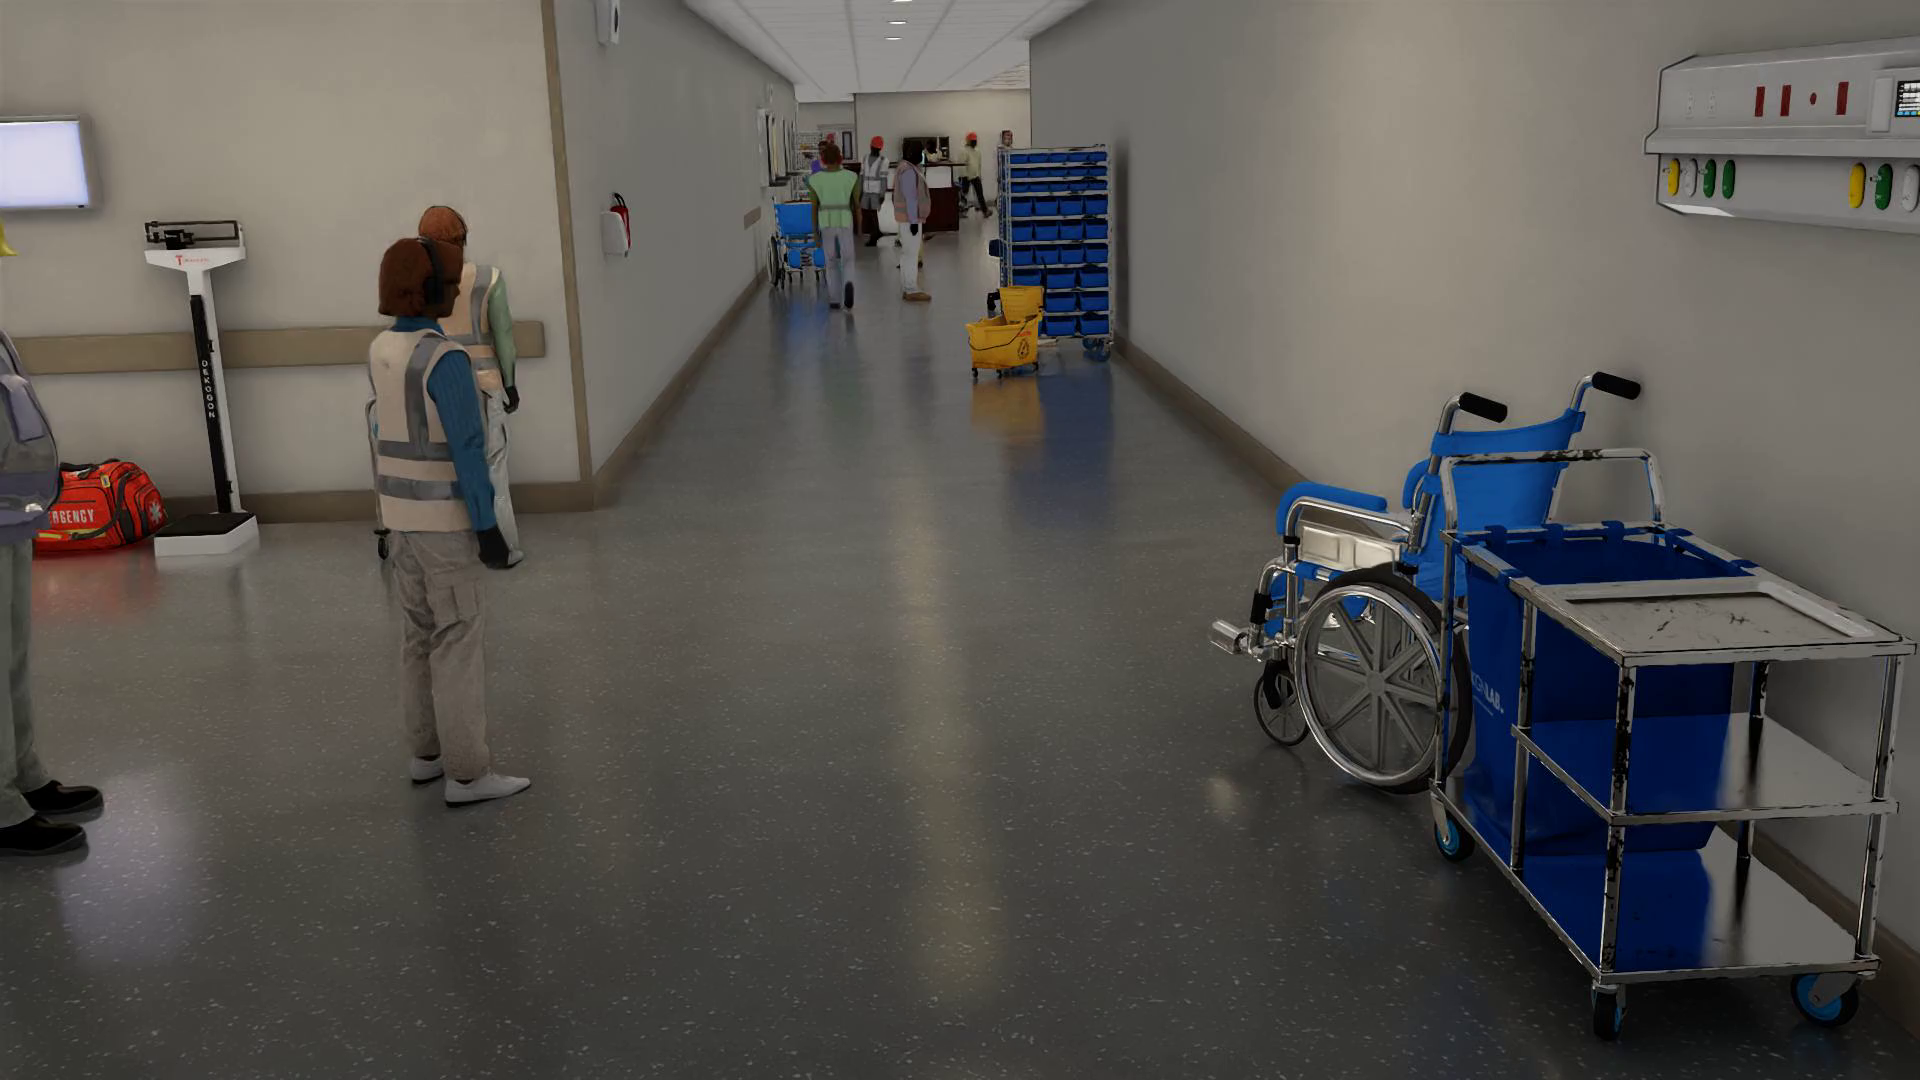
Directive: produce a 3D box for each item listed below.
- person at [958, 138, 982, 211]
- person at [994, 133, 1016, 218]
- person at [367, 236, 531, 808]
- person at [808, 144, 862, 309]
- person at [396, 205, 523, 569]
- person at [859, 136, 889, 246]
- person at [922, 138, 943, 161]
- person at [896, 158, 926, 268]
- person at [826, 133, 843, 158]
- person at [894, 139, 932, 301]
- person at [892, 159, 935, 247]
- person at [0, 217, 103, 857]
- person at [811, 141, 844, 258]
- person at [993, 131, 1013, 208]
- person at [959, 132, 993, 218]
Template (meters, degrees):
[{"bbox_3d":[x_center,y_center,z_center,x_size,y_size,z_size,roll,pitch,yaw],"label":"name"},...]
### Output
[{"bbox_3d":[0.244,-9.107,41.425,0.600,1.827,0.403,-5,14,-12],"label":"person"},{"bbox_3d":[1.065,-8.216,37.522,0.643,1.901,0.400,-14,19,-42],"label":"person"},{"bbox_3d":[-1.508,-0.045,4.806,0.311,1.634,0.525,-13,18,-39],"label":"person"},{"bbox_3d":[-1.359,-3.433,18.334,0.571,1.821,0.737,-2,14,-3],"label":"person"},{"bbox_3d":[-2.237,-0.664,7.437,0.518,1.632,0.313,-3,14,-4],"label":"person"},{"bbox_3d":[-1.510,-6.101,29.136,0.618,1.907,0.508,6,16,30],"label":"person"},{"bbox_3d":[-0.622,-8.200,37.800,0.626,1.837,0.429,-10,16,-30],"label":"person"},{"bbox_3d":[-0.712,-4.733,23.967,0.499,1.634,0.285,5,15,25],"label":"person"},{"bbox_3d":[-2.916,-8.341,38.302,0.381,1.994,0.617,7,16,31],"label":"person"},{"bbox_3d":[-0.546,-3.694,19.261,0.430,1.838,0.624,-3,14,-6],"label":"person"},{"bbox_3d":[-0.863,-6.007,28.875,0.588,1.796,1.008,11,18,41],"label":"person"},{"bbox_3d":[-2.662,-0.048,4.551,0.404,1.823,0.592,-5,14,-15],"label":"person"},{"bbox_3d":[-2.104,-5.429,26.554,0.564,1.846,0.390,3,15,20],"label":"person"},{"bbox_3d":[1.080,-8.813,39.854,0.485,1.953,0.602,-1,14,3],"label":"person"},{"bbox_3d":[0.270,-8.269,37.776,0.647,1.925,1.078,-12,17,-36],"label":"person"}]
